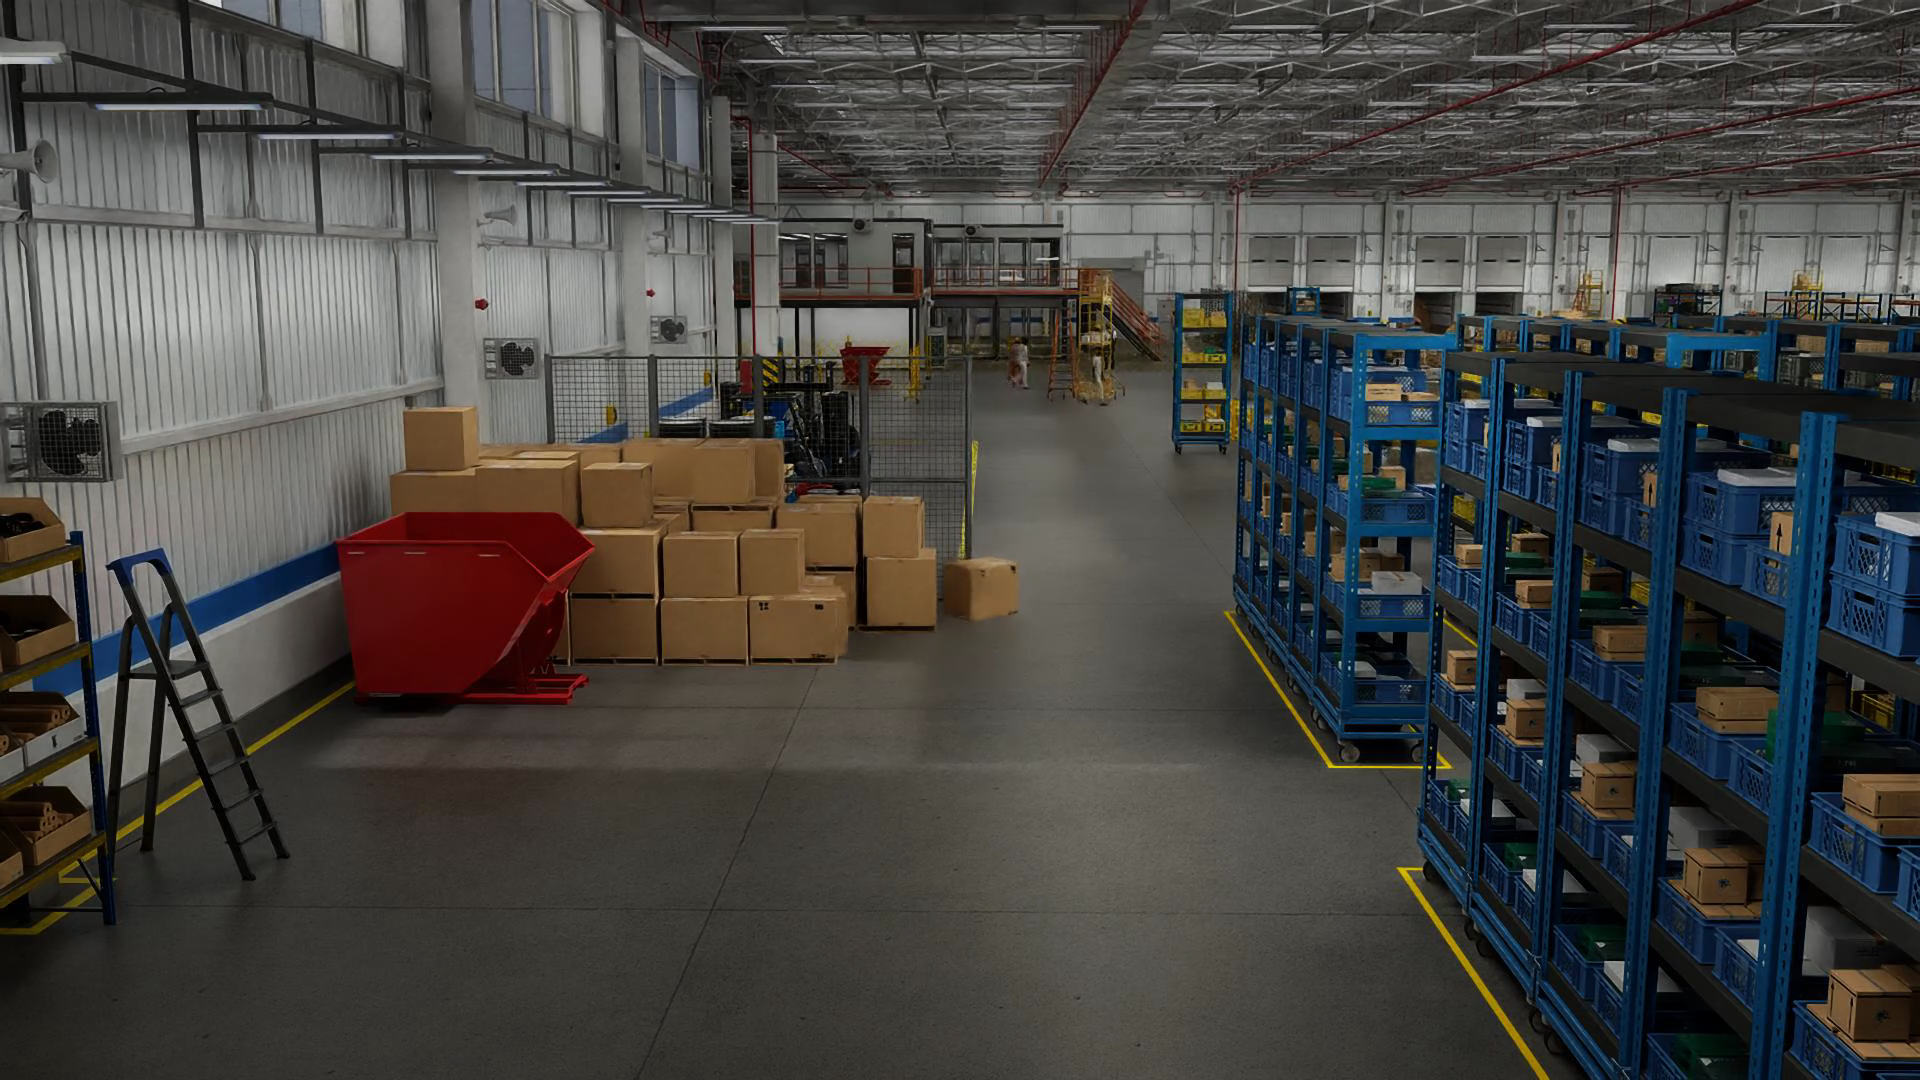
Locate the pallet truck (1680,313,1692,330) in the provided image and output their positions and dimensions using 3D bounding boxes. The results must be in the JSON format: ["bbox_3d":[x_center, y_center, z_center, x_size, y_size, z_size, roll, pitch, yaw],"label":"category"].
[{"bbox_3d":[36.315,-10.531,84.244,0.823,1.965,1.885,-6,11,-33],"label":"pallet truck"}]

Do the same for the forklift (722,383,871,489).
[{"bbox_3d":[-2.893,-1.687,28.729,2.680,1.987,1.157,0,9,-1],"label":"forklift"}]

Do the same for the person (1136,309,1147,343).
[{"bbox_3d":[9.896,-11.572,90.697,0.622,1.984,0.400,1,9,5],"label":"person"}]

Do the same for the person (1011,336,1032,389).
[{"bbox_3d":[2.127,-6.142,57.591,0.680,1.866,0.587,2,9,14],"label":"person"}]

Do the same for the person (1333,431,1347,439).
[{"bbox_3d":[5.152,-0.543,22.652,0.621,1.992,0.395,6,11,35],"label":"person"}]

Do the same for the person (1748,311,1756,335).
[{"bbox_3d":[41.625,-11.043,87.403,0.608,1.996,0.380,-6,11,-34],"label":"person"}]

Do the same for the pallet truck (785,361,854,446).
[{"bbox_3d":[-3.410,-3.193,38.978,1.885,1.965,0.823,0,9,-1],"label":"pallet truck"}]

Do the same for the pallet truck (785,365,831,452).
[{"bbox_3d":[-3.774,-2.976,37.635,1.885,1.965,0.823,1,9,5],"label":"pallet truck"}]

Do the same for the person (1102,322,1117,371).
[{"bbox_3d":[6.048,-7.928,68.054,0.676,2.000,0.536,-5,11,-29],"label":"person"}]

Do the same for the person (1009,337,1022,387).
[{"bbox_3d":[1.976,-6.264,58.665,0.523,1.759,0.342,-4,10,-25],"label":"person"}]

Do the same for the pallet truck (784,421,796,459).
[{"bbox_3d":[-4.013,-1.793,32.705,1.601,1.201,0.680,0,9,1],"label":"pallet truck"}]

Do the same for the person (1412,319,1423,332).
[{"bbox_3d":[19.935,-8.645,72.553,0.498,2.011,0.610,-9,13,-43],"label":"person"}]

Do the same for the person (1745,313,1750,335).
[{"bbox_3d":[41.827,-11.111,88.337,0.949,1.834,0.568,3,10,17],"label":"person"}]

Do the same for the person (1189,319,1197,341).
[{"bbox_3d":[13.684,-12.564,97.359,0.514,1.811,0.692,-2,9,-10],"label":"person"}]

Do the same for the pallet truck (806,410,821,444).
[{"bbox_3d":[-3.559,-2.018,33.905,1.522,1.261,0.704,0,9,-1],"label":"pallet truck"}]

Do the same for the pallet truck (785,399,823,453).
[{"bbox_3d":[-3.814,-2.432,36.419,1.630,1.274,0.653,0,9,1],"label":"pallet truck"}]

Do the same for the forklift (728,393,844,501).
[{"bbox_3d":[-2.979,-1.316,26.476,2.680,1.987,1.157,0,9,1],"label":"forklift"}]

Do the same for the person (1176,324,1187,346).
[{"bbox_3d":[10.483,-9.589,78.733,0.638,1.910,0.890,-2,10,-15],"label":"person"}]

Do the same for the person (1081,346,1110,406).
[{"bbox_3d":[4.116,-4.992,50.571,0.875,1.843,0.523,3,10,19],"label":"person"}]

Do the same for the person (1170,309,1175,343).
[{"bbox_3d":[12.154,-12.169,94.558,0.366,1.926,0.593,0,9,1],"label":"person"}]

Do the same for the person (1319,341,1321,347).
[{"bbox_3d":[14.512,-7.523,65.927,0.623,1.916,0.570,7,11,36],"label":"person"}]

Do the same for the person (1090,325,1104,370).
[{"bbox_3d":[5.709,-7.960,68.771,0.972,1.866,0.582,-4,10,-24],"label":"person"}]
